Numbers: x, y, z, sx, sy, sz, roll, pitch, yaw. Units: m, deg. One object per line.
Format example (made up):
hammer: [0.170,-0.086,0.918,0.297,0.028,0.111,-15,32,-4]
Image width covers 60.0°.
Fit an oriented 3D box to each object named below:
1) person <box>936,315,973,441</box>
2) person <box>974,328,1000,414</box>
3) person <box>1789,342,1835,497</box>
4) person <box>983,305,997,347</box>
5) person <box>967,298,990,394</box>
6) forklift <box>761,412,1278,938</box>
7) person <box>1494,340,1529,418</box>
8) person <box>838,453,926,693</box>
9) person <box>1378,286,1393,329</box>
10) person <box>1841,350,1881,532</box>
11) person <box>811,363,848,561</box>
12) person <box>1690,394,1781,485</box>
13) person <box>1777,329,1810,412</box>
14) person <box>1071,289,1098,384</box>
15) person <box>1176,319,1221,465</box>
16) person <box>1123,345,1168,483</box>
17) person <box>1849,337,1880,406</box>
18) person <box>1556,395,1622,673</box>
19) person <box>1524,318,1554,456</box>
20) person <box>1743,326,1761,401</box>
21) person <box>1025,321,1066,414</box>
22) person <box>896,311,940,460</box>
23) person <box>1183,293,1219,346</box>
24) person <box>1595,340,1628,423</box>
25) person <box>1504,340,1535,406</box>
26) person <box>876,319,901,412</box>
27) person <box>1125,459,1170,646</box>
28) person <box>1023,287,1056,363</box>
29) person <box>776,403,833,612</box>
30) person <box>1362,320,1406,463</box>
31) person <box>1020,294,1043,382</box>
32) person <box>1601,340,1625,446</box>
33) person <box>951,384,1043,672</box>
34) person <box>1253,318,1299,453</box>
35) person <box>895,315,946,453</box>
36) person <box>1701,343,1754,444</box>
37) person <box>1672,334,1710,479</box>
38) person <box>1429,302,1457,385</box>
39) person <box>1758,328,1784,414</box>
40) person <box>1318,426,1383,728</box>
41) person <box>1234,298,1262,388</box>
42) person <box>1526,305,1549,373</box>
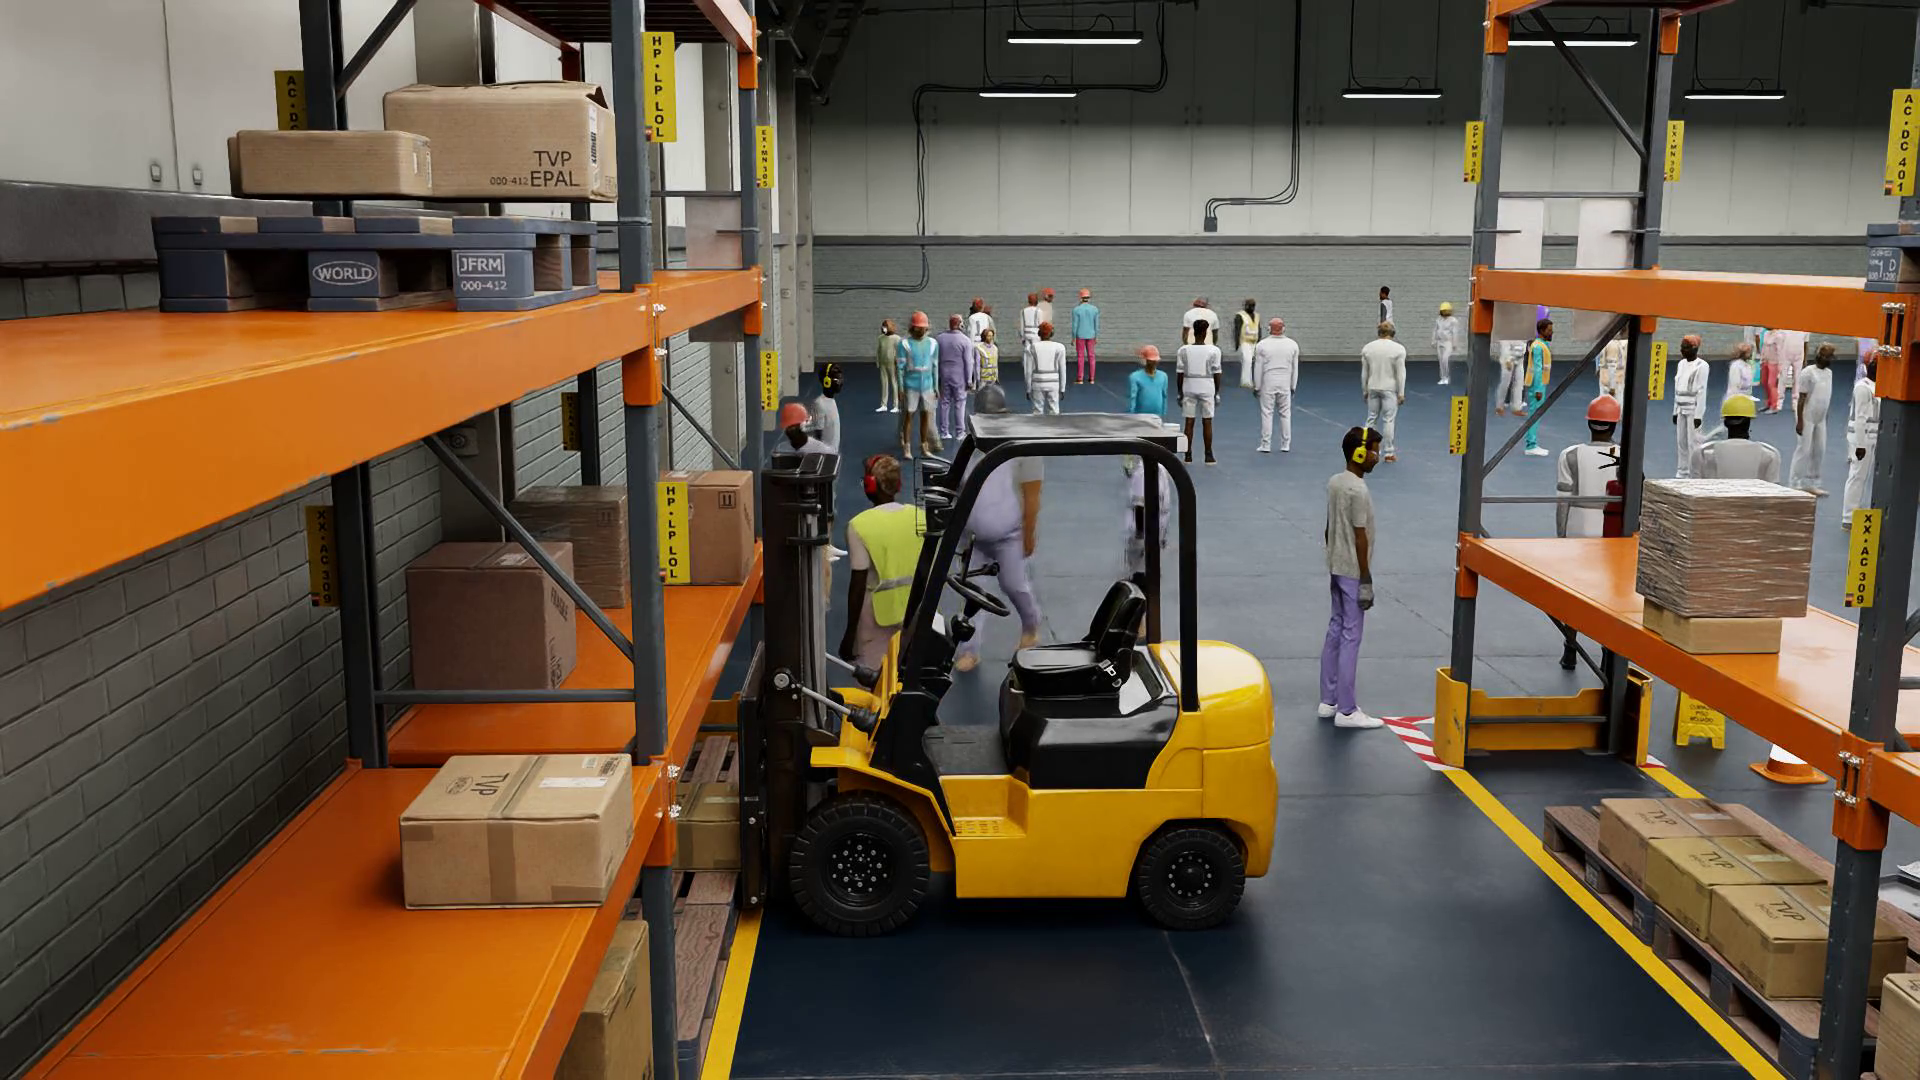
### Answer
person: [-0.068,-2.445,25.091,0.645,1.900,0.399,6,12,31]
person: [0.417,-2.513,26.171,0.310,1.642,0.514,10,14,43]
person: [9.965,-1.396,19.418,0.530,1.832,0.371,-5,11,-25]
person: [0.577,-4.329,36.369,0.390,1.612,0.615,-6,12,-32]
person: [0.349,-3.795,32.643,0.355,1.883,0.575,8,13,37]
forklift: [0.291,0.548,7.580,2.313,2.155,1.214,0,10,-2]
person: [9.419,-3.032,28.311,0.652,1.900,0.677,-6,12,-31]
person: [-0.397,0.449,9.108,0.400,1.845,0.565,10,14,43]
person: [10.167,-5.101,39.818,0.386,1.918,0.595,5,11,26]
person: [9.335,-1.013,17.138,0.340,1.882,0.586,8,13,38]
person: [-1.244,-0.731,15.647,0.327,1.861,0.510,2,10,9]
person: [5.443,-0.070,11.775,0.589,1.924,0.383,3,10,14]
person: [14.654,-3.175,29.292,0.514,1.845,0.338,4,11,20]
person: [2.628,-4.289,35.078,0.609,1.996,0.379,-4,11,-22]
person: [3.202,-1.980,22.297,0.605,1.966,0.373,4,11,20]
person: [2.317,-1.582,20.789,0.577,1.720,0.845,-4,11,-20]
person: [16.453,-3.282,30.043,0.346,1.808,0.675,-5,11,-27]
person: [4.425,-0.041,11.578,0.542,1.938,0.357,5,11,25]
person: [8.132,-2.152,23.391,0.382,1.917,0.597,4,11,20]
person: [14.903,-3.541,31.297,0.327,1.863,0.511,-1,10,-5]
person: [1.202,-2.125,23.344,0.576,1.882,0.355,0,10,0]
person: [-0.561,-2.108,22.805,0.614,2.038,0.396,-4,11,-22]
person: [4.658,-3.807,32.267,0.707,2.000,0.903,1,10,4]
person: [10.820,-2.851,27.554,0.588,1.822,0.403,7,13,36]
person: [10.150,-3.380,30.273,0.585,1.911,0.391,6,12,31]
person: [-1.259,-3.062,29.250,0.497,1.633,0.283,6,12,31]
person: [1.367,-0.026,12.252,0.323,1.674,0.662,3,11,18]
person: [1.829,-4.804,38.058,0.860,1.965,0.619,4,11,21]
person: [-1.274,-0.218,13.181,0.579,1.715,0.775,5,11,25]
person: [5.749,-2.016,22.614,0.633,1.930,0.369,9,13,40]
person: [1.558,-4.306,35.491,0.572,1.883,0.354,7,13,36]
person: [9.526,-2.297,24.193,0.386,1.924,0.548,4,11,21]
person: [0.256,-0.131,11.787,0.695,2.000,0.822,4,11,23]
person: [4.470,-2.192,23.647,0.643,1.908,0.399,-1,10,-7]
person: [-0.606,-2.286,23.795,0.699,2.000,1.090,-6,12,-30]
person: [10.614,-1.905,22.837,0.525,1.616,0.633,-8,13,-37]
person: [8.842,-1.549,20.165,0.355,1.877,0.574,-1,10,-7]
person: [10.125,-4.115,34.865,0.530,1.724,0.488,-8,13,-39]
person: [14.189,-3.078,29.059,0.523,1.736,0.740,-1,10,-3]
person: [2.430,0.225,10.305,0.327,1.865,0.521,-2,10,-11]
person: [6.005,-4.026,34.091,0.654,1.819,0.756,-8,13,-37]
person: [12.343,-4.394,35.742,0.614,1.964,0.361,-3,11,-17]
